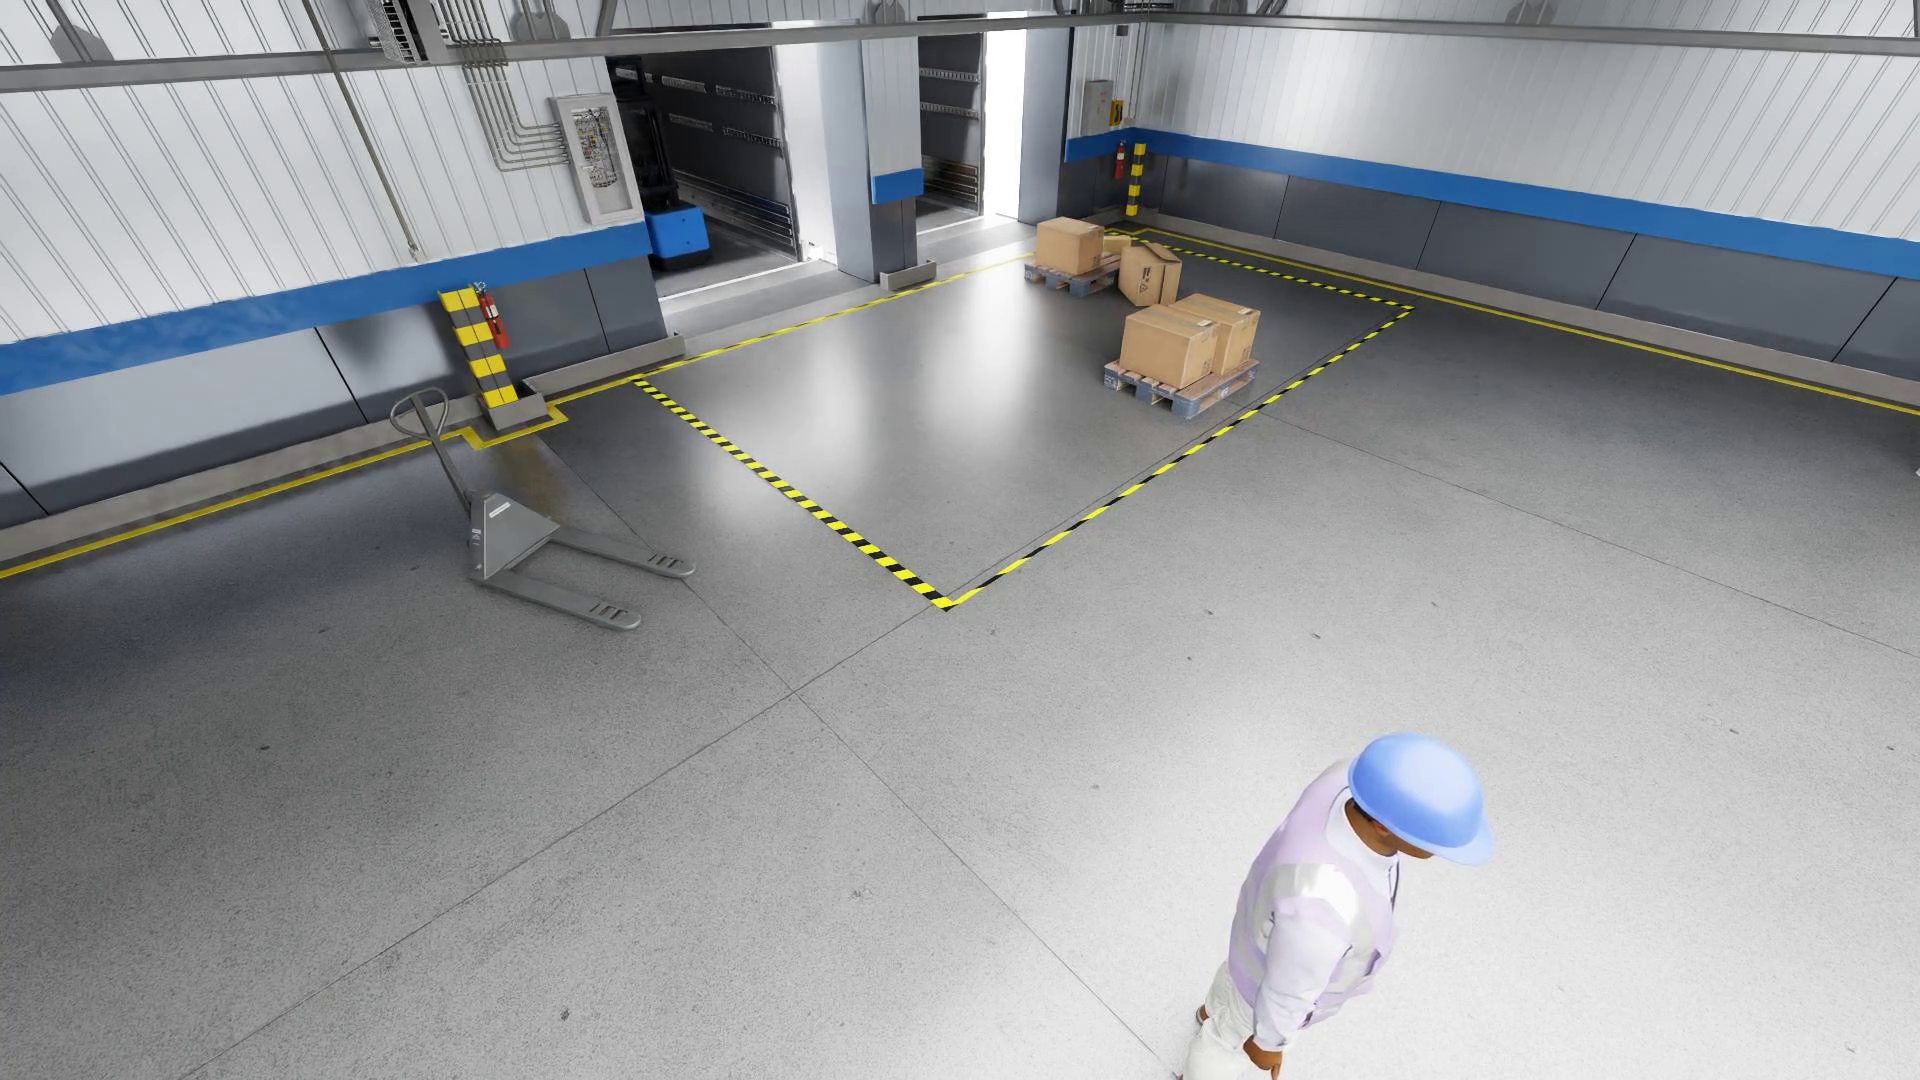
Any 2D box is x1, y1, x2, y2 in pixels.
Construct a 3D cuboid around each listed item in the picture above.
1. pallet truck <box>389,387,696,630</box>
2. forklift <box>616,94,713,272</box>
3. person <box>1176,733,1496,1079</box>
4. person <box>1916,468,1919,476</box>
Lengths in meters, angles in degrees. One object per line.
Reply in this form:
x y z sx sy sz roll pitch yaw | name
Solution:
-2.613 -0.247 4.593 1.601 1.201 0.680 14 40 17 | pallet truck
-3.984 -4.692 9.688 0.716 2.013 0.776 -30 47 -33 | forklift
0.978 1.204 2.135 0.395 1.945 0.615 23 43 26 | person
7.919 -1.153 5.352 0.489 1.743 0.295 2 38 3 | person
